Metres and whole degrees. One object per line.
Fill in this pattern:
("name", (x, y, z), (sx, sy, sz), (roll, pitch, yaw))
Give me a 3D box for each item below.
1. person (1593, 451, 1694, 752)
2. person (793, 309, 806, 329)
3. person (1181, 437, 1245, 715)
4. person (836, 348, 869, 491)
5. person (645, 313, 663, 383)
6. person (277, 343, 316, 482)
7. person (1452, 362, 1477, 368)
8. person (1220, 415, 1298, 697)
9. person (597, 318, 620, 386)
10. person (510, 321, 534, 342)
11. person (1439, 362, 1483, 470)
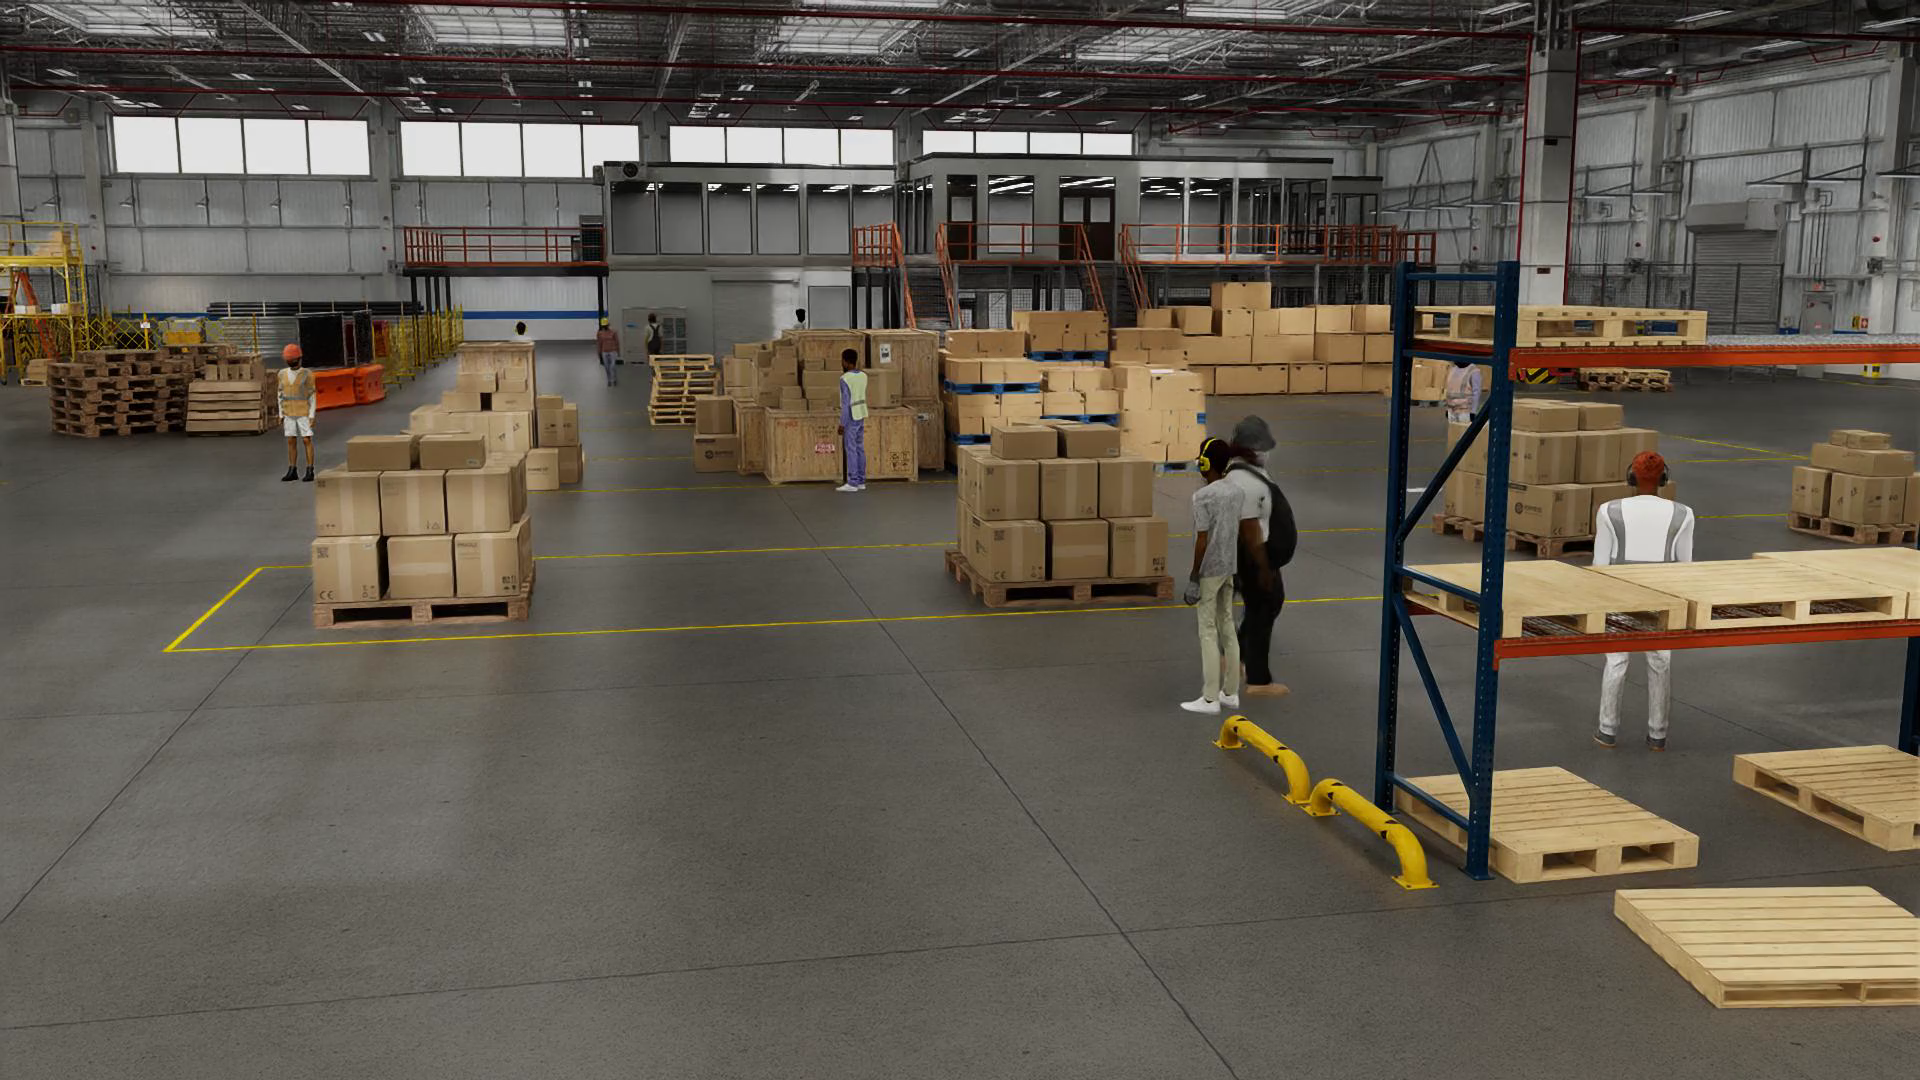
("person", (4.234, 0.384, 10.367), (0.573, 1.873, 0.356), (3, 10, 16))
("person", (-4.041, -4.875, 42.119), (0.368, 1.966, 0.603), (-4, 10, -21))
("person", (1.710, 0.243, 11.222), (0.535, 1.868, 0.309), (-8, 13, -42))
("person", (-1.443, -1.613, 22.379), (0.392, 1.921, 0.593), (4, 10, 23))
("person", (-7.894, -4.960, 43.082), (0.502, 1.830, 0.583), (-8, 12, -39))
("person", (-9.312, -1.783, 23.344), (0.545, 1.942, 0.353), (1, 9, 5))
("person", (9.427, -2.941, 31.138), (0.497, 1.701, 0.886), (6, 11, 31))
("person", (2.082, 0.091, 11.621), (0.540, 2.000, 0.715), (1, 9, 7))
("person", (-8.871, -4.736, 41.954), (0.542, 1.730, 0.584), (0, 9, -2))
("person", (-9.182, -3.649, 34.926), (0.514, 1.876, 0.328), (-4, 10, -24))
("person", (7.345, -1.903, 24.401), (0.430, 1.839, 0.619), (-4, 10, -24))
